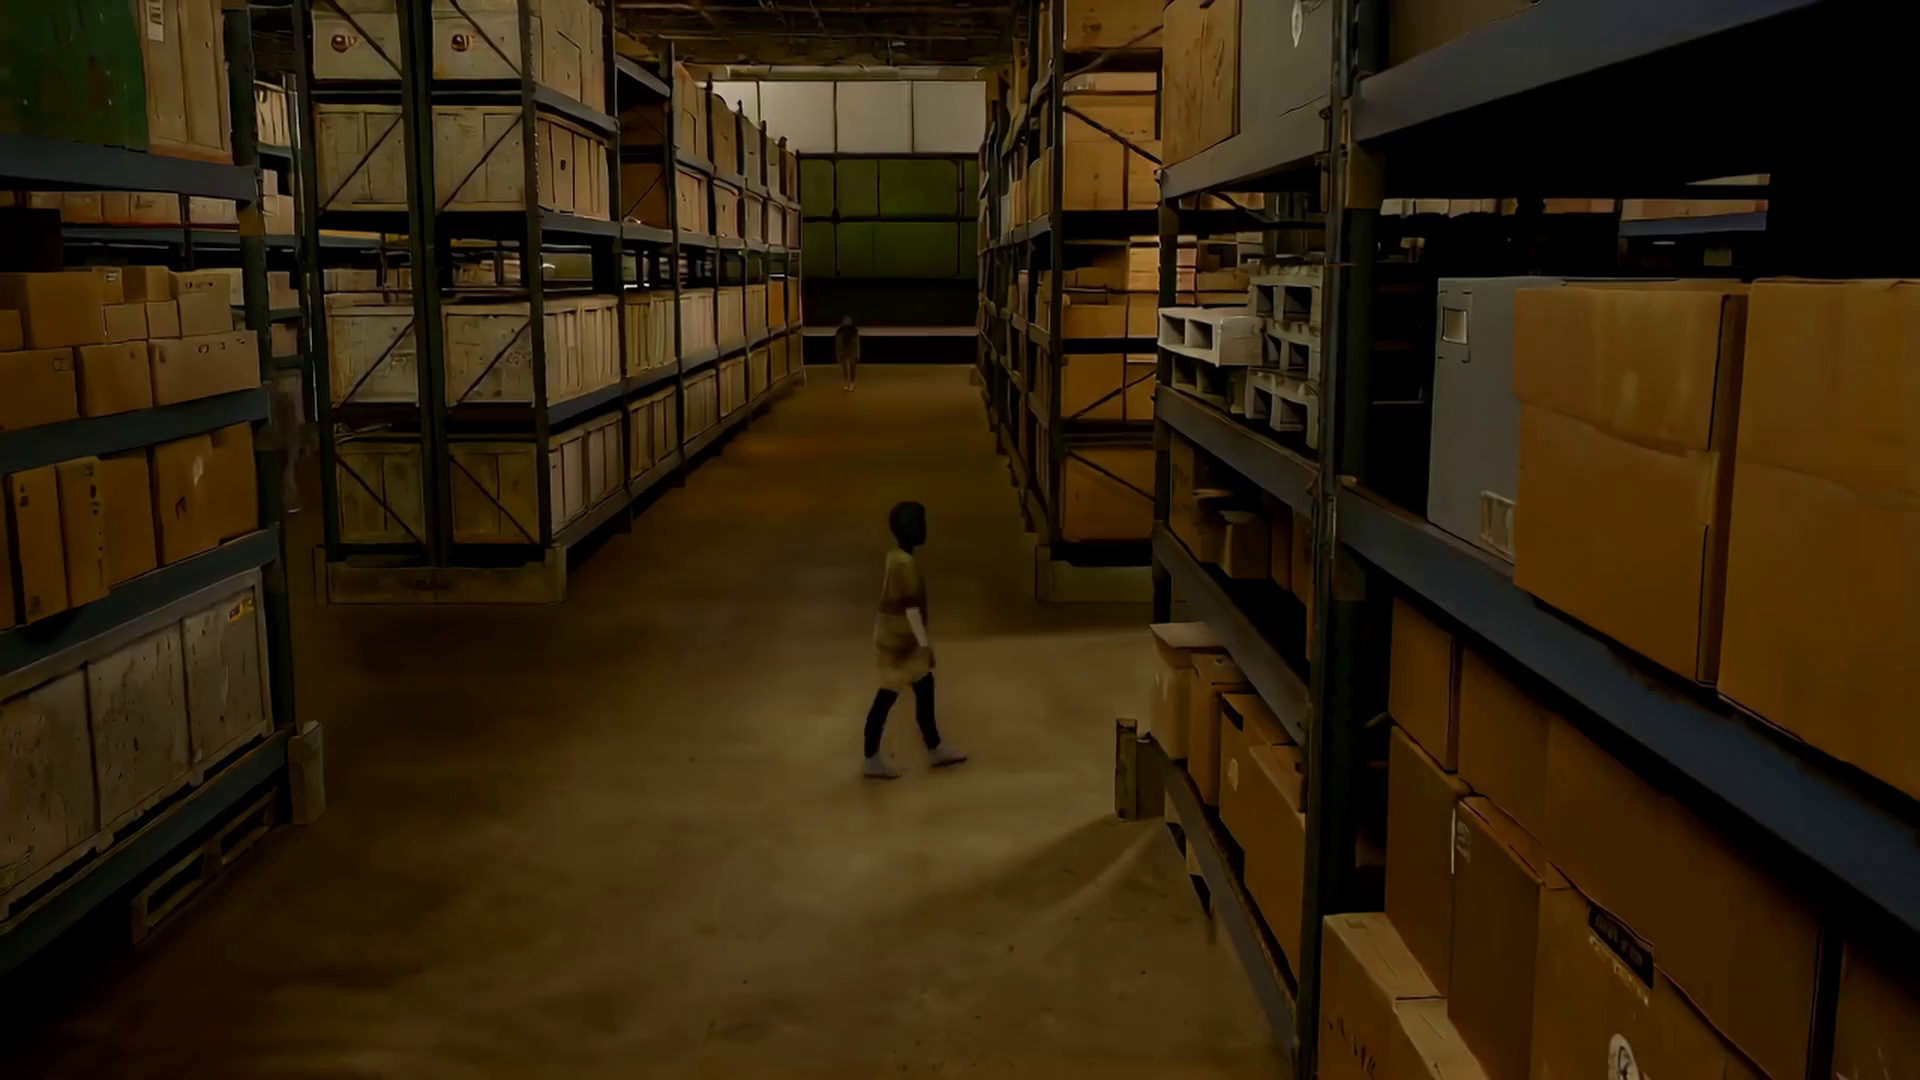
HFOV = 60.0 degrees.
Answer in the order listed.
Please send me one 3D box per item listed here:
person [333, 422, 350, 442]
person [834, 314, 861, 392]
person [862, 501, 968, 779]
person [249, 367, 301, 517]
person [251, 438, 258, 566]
[{"bbox_3d":[-9.868,-2.081,26.152,0.380,1.732,0.498,4,10,23],"label":"person"},{"bbox_3d":[-2.770,-4.608,41.031,0.661,1.919,0.627,-1,9,-6],"label":"person"},{"bbox_3d":[-0.249,0.601,9.864,0.754,1.667,0.538,0,9,-1],"label":"person"},{"bbox_3d":[-8.279,-1.152,20.057,0.638,1.858,0.999,-2,9,-10],"label":"person"},{"bbox_3d":[-6.574,-0.325,14.856,0.648,1.896,0.597,0,9,-2],"label":"person"}]
